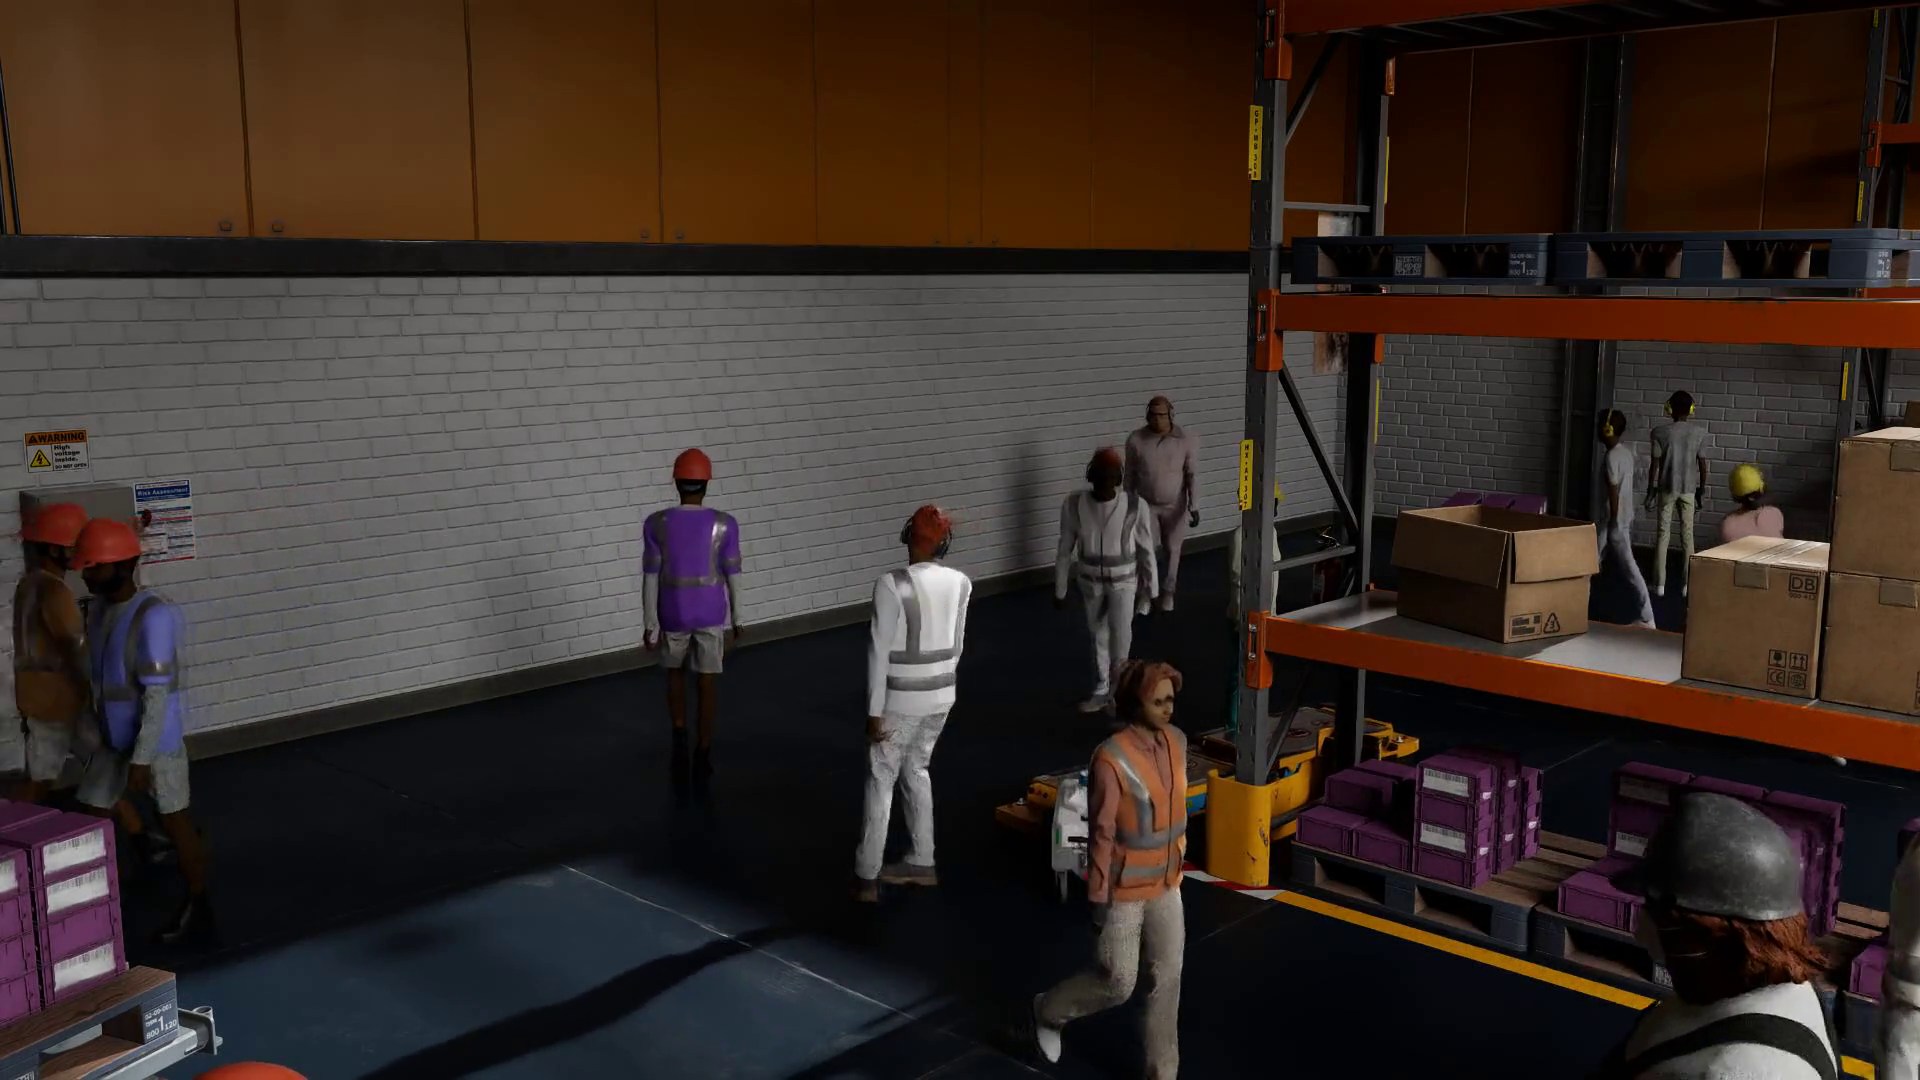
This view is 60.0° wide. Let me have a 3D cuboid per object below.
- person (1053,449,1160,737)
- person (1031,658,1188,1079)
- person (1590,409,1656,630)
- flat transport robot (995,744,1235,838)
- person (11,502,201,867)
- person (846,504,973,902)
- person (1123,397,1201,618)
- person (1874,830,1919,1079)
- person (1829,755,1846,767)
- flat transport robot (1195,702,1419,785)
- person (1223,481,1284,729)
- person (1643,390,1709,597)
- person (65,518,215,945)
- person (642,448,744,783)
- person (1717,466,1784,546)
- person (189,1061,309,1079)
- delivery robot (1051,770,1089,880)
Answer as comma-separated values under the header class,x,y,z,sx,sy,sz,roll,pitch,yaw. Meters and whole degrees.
class,x,y,z,sx,sy,sz,roll,pitch,yaw
person,0.916,0.317,10.637,0.663,1.814,1.026,3,10,18
person,0.569,1.196,5.880,0.615,1.621,0.520,8,12,42
person,5.254,-0.160,13.585,1.006,1.813,0.557,7,12,37
flat transport robot,0.942,1.365,8.958,1.431,0.197,0.652,-7,12,-38
person,-4.188,0.753,7.846,0.999,1.868,0.539,-6,11,-34
person,-0.225,0.763,7.843,0.386,1.847,0.660,9,13,44
person,1.700,-0.265,14.049,0.665,1.863,0.929,1,9,9
person,2.458,1.313,3.910,0.655,2.019,0.678,-9,13,-43
person,5.464,0.590,9.625,0.745,1.613,0.513,8,12,42
flat transport robot,2.021,1.217,9.863,1.431,0.197,0.652,-7,12,-38
person,1.755,0.468,9.882,0.309,1.769,0.524,6,11,33
person,6.454,-0.416,15.009,0.515,1.865,0.329,2,10,14
person,-3.602,0.862,7.063,0.555,1.902,0.854,5,11,29
person,-1.539,0.428,9.640,0.581,1.917,0.553,-1,9,-6
person,5.067,0.370,10.650,0.607,1.716,0.433,-2,9,-12
person,-0.874,1.615,2.152,0.612,1.995,0.376,-3,10,-16
delivery robot,0.621,1.343,7.934,0.477,0.478,0.707,1,9,6
